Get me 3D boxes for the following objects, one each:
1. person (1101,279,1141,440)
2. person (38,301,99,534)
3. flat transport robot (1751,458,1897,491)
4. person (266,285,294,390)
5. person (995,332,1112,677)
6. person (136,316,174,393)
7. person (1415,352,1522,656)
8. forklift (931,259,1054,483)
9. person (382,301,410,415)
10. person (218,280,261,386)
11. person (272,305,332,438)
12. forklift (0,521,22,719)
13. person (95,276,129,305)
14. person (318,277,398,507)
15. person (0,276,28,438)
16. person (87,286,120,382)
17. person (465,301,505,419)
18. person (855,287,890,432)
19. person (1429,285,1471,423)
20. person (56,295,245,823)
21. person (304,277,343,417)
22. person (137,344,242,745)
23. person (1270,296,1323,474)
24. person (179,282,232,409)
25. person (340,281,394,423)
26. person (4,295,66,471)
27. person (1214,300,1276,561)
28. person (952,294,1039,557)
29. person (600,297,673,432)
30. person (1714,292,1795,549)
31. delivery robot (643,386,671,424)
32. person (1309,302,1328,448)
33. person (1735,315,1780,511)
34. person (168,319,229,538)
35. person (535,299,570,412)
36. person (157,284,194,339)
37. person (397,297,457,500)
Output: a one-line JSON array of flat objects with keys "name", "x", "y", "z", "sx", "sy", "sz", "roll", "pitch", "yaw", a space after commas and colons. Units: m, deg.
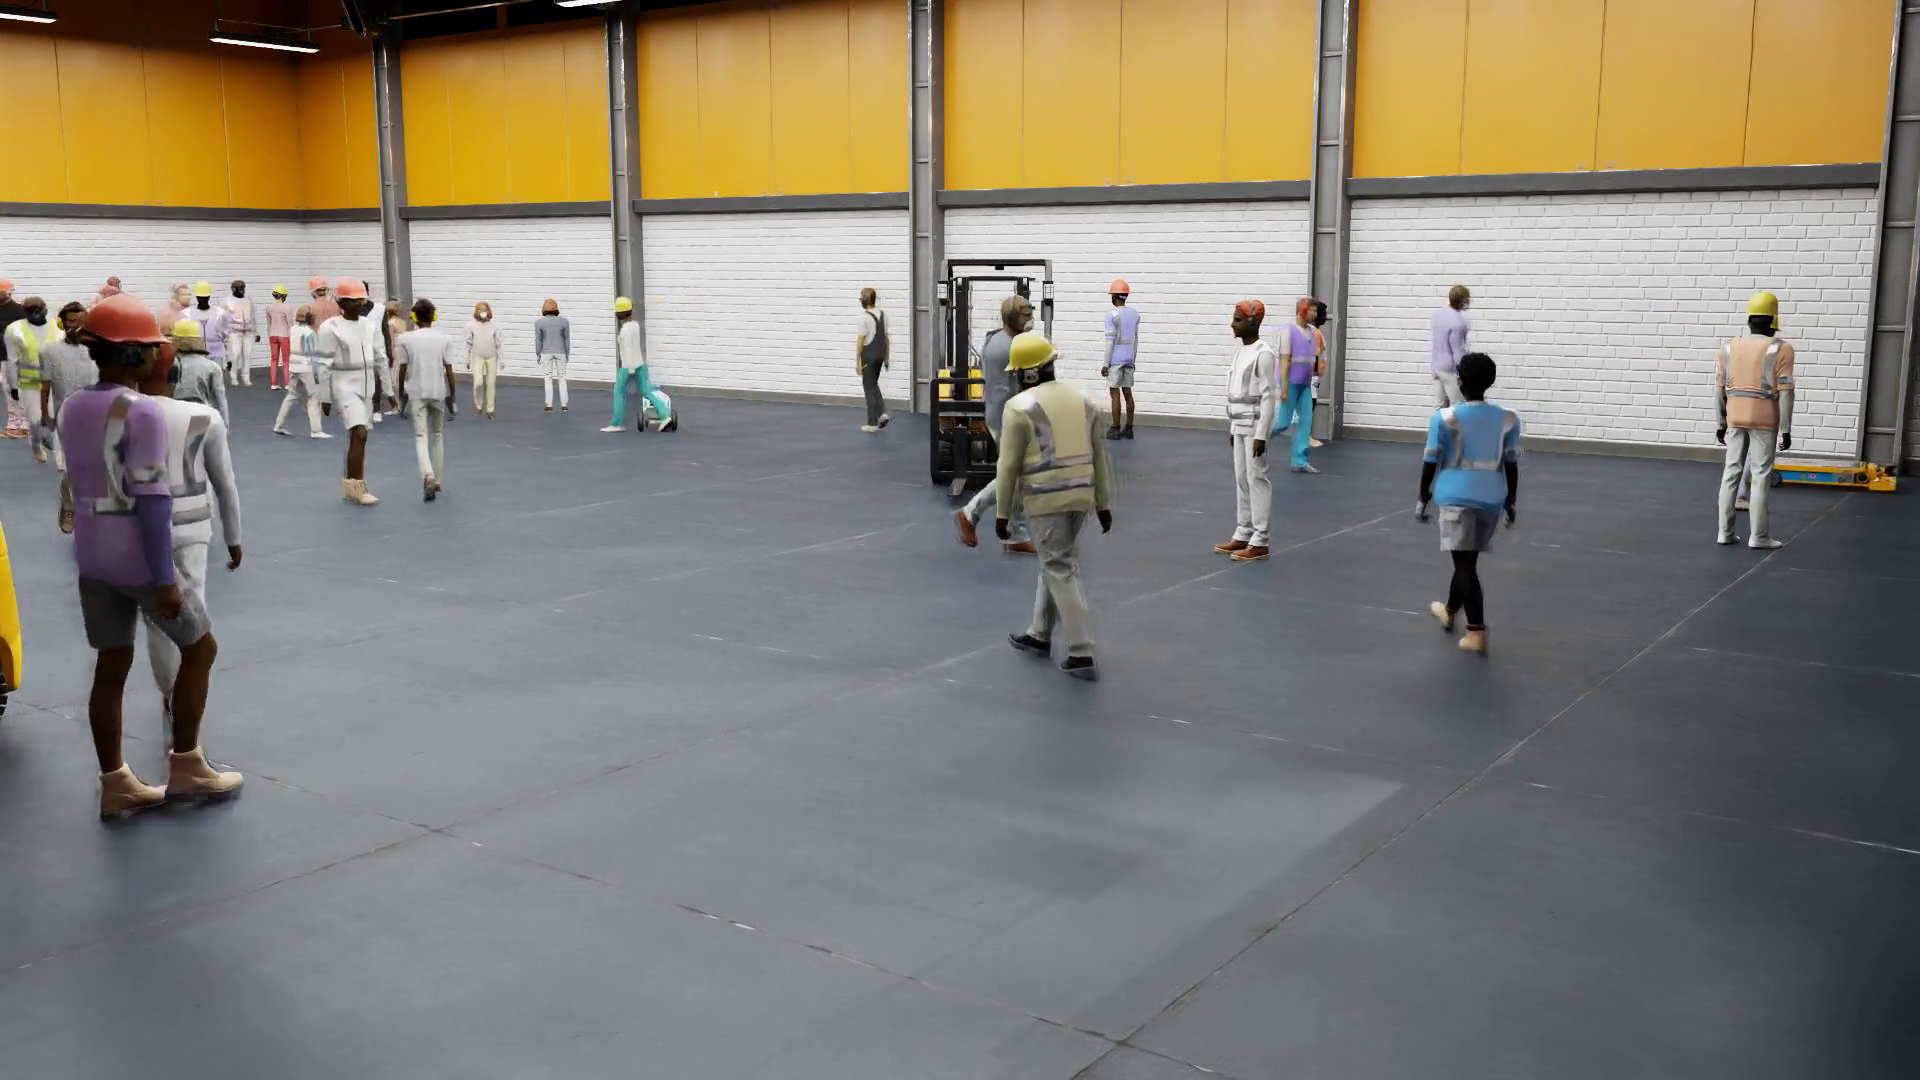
[{"name": "person", "x": 1.918, "y": -2.174, "z": 20.115, "sx": 0.548, "sy": 1.937, "sz": 0.358, "roll": -8, "pitch": 13, "yaw": -41}, {"name": "person", "x": -6.791, "y": -0.903, "z": 12.783, "sx": 0.473, "sy": 1.857, "sz": 0.549, "roll": 9, "pitch": 13, "yaw": 44}, {"name": "flat transport robot", "x": 8.192, "y": -0.651, "z": 16.001, "sx": 1.431, "sy": 0.197, "sz": 0.652, "roll": 5, "pitch": 11, "yaw": 29}, {"name": "person", "x": -11.379, "y": -3.390, "z": 27.906, "sx": 0.522, "sy": 1.758, "sz": 0.349, "roll": 3, "pitch": 10, "yaw": 17}, {"name": "person", "x": 0.465, "y": -0.197, "z": 8.794, "sx": 0.611, "sy": 1.778, "sz": 0.868, "roll": -8, "pitch": 12, "yaw": -39}, {"name": "person", "x": -8.150, "y": -1.506, "z": 17.158, "sx": 0.865, "sy": 1.595, "sz": 0.519, "roll": 8, "pitch": 13, "yaw": 40}, {"name": "person", "x": 2.830, "y": -0.226, "z": 9.349, "sx": 0.549, "sy": 1.642, "sz": 0.858, "roll": -2, "pitch": 10, "yaw": -10}, {"name": "forklift", "x": 0.370, "y": -1.738, "z": 16.759, "sx": 1.214, "sy": 2.155, "sz": 2.313, "roll": 1, "pitch": 10, "yaw": 3}, {"name": "person", "x": -7.776, "y": -2.530, "z": 23.184, "sx": 0.613, "sy": 1.614, "sz": 0.526, "roll": 0, "pitch": 10, "yaw": 0}, {"name": "person", "x": -12.385, "y": -3.558, "z": 28.666, "sx": 0.643, "sy": 1.826, "sz": 0.453, "roll": -9, "pitch": 13, "yaw": -43}, {"name": "person", "x": -8.073, "y": -2.040, "z": 20.298, "sx": 0.712, "sy": 1.611, "sz": 0.462, "roll": 7, "pitch": 12, "yaw": 35}, {"name": "forklift", "x": -5.296, "y": -0.090, "z": 6.943, "sx": 1.214, "sy": 2.155, "sz": 2.313, "roll": 7, "pitch": 12, "yaw": 35}, {"name": "person", "x": -14.505, "y": -3.584, "z": 28.637, "sx": 0.642, "sy": 1.903, "sz": 0.402, "roll": -5, "pitch": 11, "yaw": -27}, {"name": "person", "x": -5.273, "y": -1.303, "z": 14.706, "sx": 0.790, "sy": 2.016, "sz": 0.614, "roll": 5, "pitch": 11, "yaw": 28}, {"name": "person", "x": -11.600, "y": -2.229, "z": 20.330, "sx": 0.654, "sy": 1.986, "sz": 0.426, "roll": 5, "pitch": 11, "yaw": 28}, {"name": "person", "x": -10.960, "y": -2.346, "z": 21.436, "sx": 0.651, "sy": 1.858, "sz": 1.029, "roll": -3, "pitch": 10, "yaw": -16}, {"name": "person", "x": -6.482, "y": -2.452, "z": 22.710, "sx": 0.513, "sy": 1.616, "sz": 0.443, "roll": -4, "pitch": 10, "yaw": -23}, {"name": "person", "x": -1.125, "y": -2.271, "z": 21.005, "sx": 0.399, "sy": 1.829, "sz": 0.546, "roll": 9, "pitch": 13, "yaw": 41}, {"name": "person", "x": 5.274, "y": -1.791, "z": 17.989, "sx": 0.345, "sy": 1.915, "sz": 0.661, "roll": -1, "pitch": 10, "yaw": -8}, {"name": "person", "x": -3.143, "y": 0.066, "z": 6.504, "sx": 0.636, "sy": 2.024, "sz": 0.686, "roll": 6, "pitch": 11, "yaw": 30}, {"name": "person", "x": -8.813, "y": -2.667, "z": 23.081, "sx": 0.612, "sy": 1.943, "sz": 1.042, "roll": -8, "pitch": 12, "yaw": -40}, {"name": "person", "x": -3.596, "y": -0.009, "z": 7.556, "sx": 0.592, "sy": 1.833, "sz": 1.007, "roll": -4, "pitch": 10, "yaw": -21}, {"name": "person", "x": 3.360, "y": -1.587, "z": 17.030, "sx": 0.784, "sy": 1.807, "sz": 0.570, "roll": 9, "pitch": 13, "yaw": 42}, {"name": "person", "x": -9.698, "y": -2.361, "z": 21.386, "sx": 0.605, "sy": 1.887, "sz": 0.930, "roll": -3, "pitch": 10, "yaw": -18}, {"name": "person", "x": -7.877, "y": -2.479, "z": 22.062, "sx": 0.653, "sy": 1.892, "sz": 0.575, "roll": -2, "pitch": 10, "yaw": -12}, {"name": "person", "x": -9.553, "y": -1.639, "z": 17.297, "sx": 0.629, "sy": 1.816, "sz": 0.763, "roll": -7, "pitch": 12, "yaw": -37}, {"name": "person", "x": 2.094, "y": -0.789, "z": 12.037, "sx": 0.358, "sy": 1.882, "sz": 0.574, "roll": -2, "pitch": 10, "yaw": -11}, {"name": "person", "x": 0.318, "y": -0.823, "z": 12.113, "sx": 0.608, "sy": 1.926, "sz": 0.645, "roll": 3, "pitch": 10, "yaw": 18}, {"name": "person", "x": -4.073, "y": -2.194, "z": 20.868, "sx": 0.889, "sy": 1.717, "sz": 0.539, "roll": 2, "pitch": 10, "yaw": 12}, {"name": "person", "x": 5.976, "y": -0.894, "z": 12.513, "sx": 0.363, "sy": 1.928, "sz": 0.594, "roll": -7, "pitch": 12, "yaw": -35}, {"name": "delivery robot", "x": -3.894, "y": -1.736, "z": 21.340, "sx": 0.477, "sy": 0.478, "sz": 0.707, "roll": -2, "pitch": 10, "yaw": -11}, {"name": "person", "x": 4.103, "y": -1.916, "z": 19.325, "sx": 0.321, "sy": 1.690, "sz": 0.529, "roll": 2, "pitch": 10, "yaw": 9}, {"name": "person", "x": 6.846, "y": -1.117, "z": 14.395, "sx": 0.400, "sy": 1.744, "sz": 0.541, "roll": -1, "pitch": 10, "yaw": -7}, {"name": "person", "x": -6.027, "y": -0.878, "z": 13.085, "sx": 0.513, "sy": 1.700, "sz": 0.872, "roll": -4, "pitch": 10, "yaw": -20}, {"name": "person", "x": -5.855, "y": -2.654, "z": 23.928, "sx": 0.492, "sy": 1.624, "sz": 0.309, "roll": -3, "pitch": 10, "yaw": -19}, {"name": "person", "x": -10.222, "y": -2.450, "z": 22.017, "sx": 0.996, "sy": 1.852, "sz": 0.657, "roll": 4, "pitch": 10, "yaw": 22}, {"name": "person", "x": -4.877, "y": -1.297, "z": 15.231, "sx": 0.515, "sy": 1.837, "sz": 0.830, "roll": -4, "pitch": 11, "yaw": -25}]
